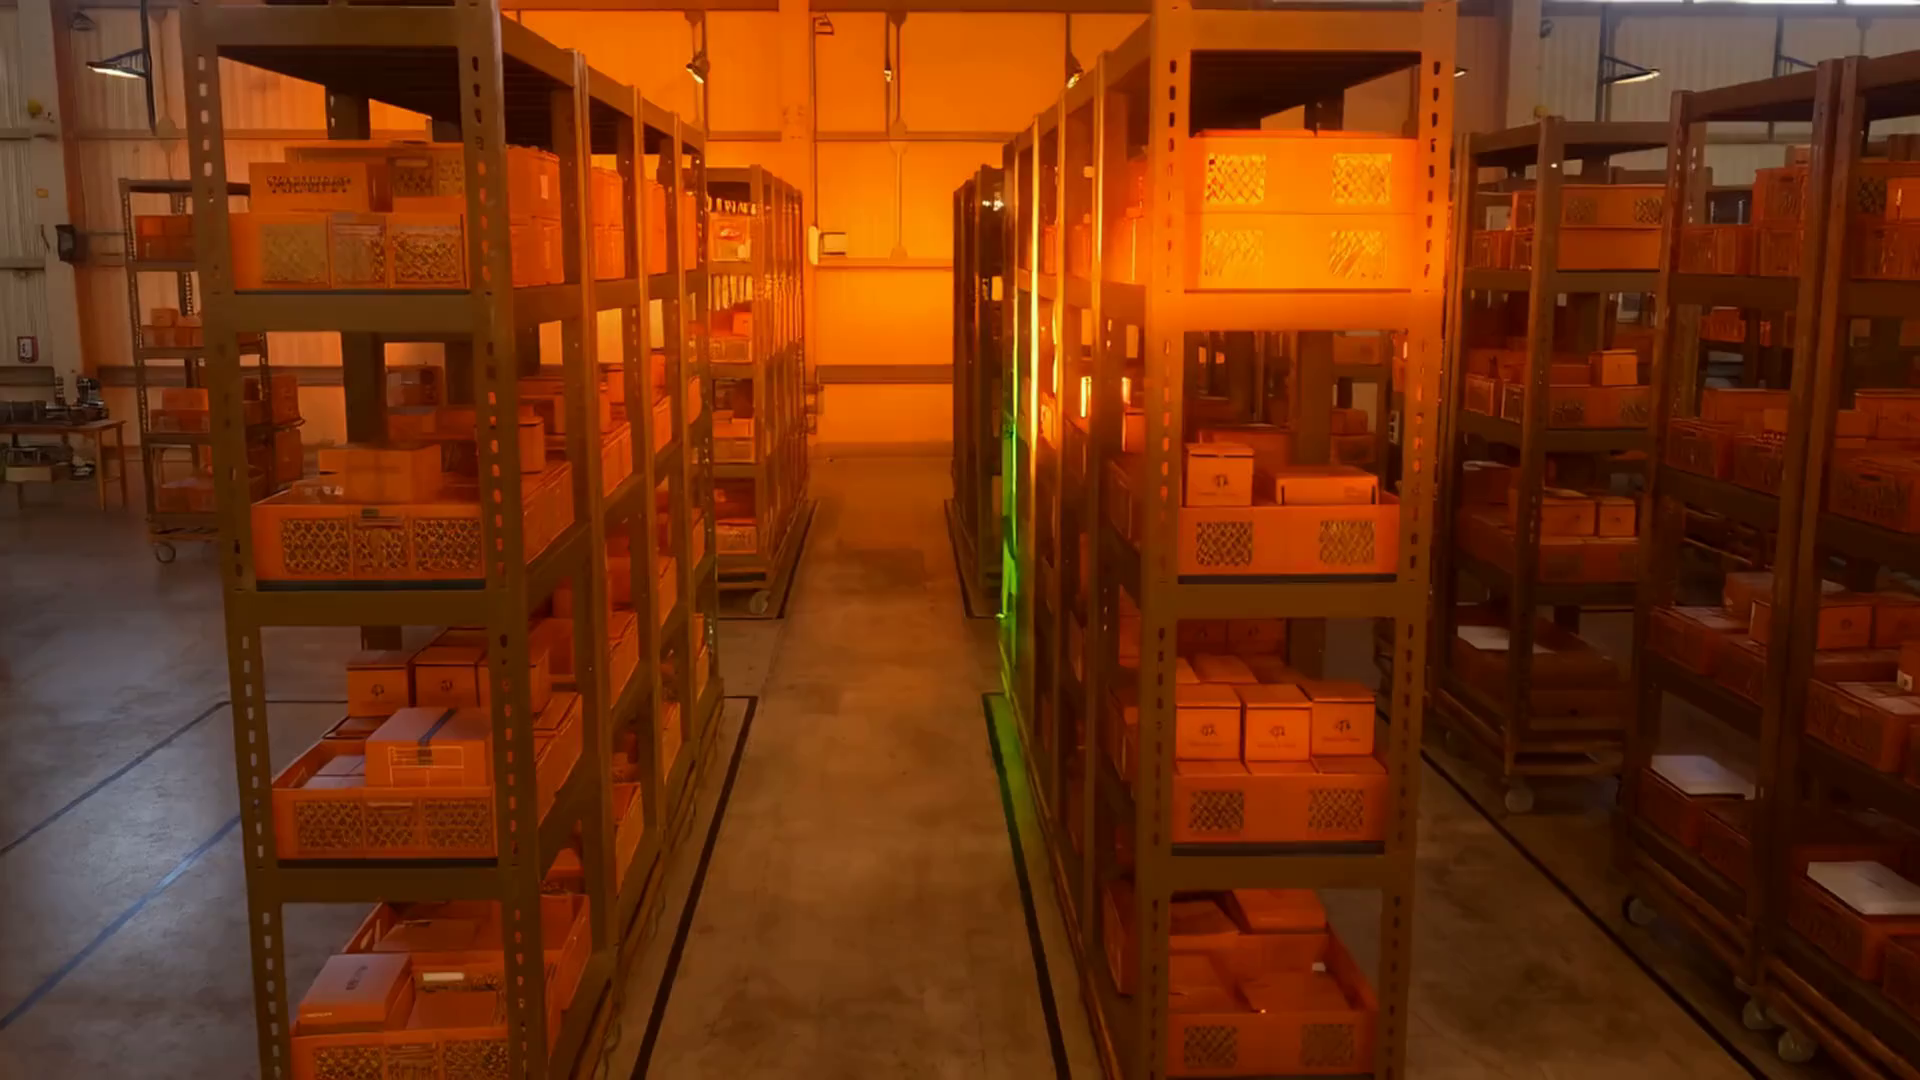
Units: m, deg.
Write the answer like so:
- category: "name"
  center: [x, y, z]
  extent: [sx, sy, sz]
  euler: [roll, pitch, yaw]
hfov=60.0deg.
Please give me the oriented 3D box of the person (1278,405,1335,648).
- category: "person"
  center: [2.607, -0.107, 12.352]
  extent: [0.373, 1.840, 0.570]
  euler: [0, 10, -2]
